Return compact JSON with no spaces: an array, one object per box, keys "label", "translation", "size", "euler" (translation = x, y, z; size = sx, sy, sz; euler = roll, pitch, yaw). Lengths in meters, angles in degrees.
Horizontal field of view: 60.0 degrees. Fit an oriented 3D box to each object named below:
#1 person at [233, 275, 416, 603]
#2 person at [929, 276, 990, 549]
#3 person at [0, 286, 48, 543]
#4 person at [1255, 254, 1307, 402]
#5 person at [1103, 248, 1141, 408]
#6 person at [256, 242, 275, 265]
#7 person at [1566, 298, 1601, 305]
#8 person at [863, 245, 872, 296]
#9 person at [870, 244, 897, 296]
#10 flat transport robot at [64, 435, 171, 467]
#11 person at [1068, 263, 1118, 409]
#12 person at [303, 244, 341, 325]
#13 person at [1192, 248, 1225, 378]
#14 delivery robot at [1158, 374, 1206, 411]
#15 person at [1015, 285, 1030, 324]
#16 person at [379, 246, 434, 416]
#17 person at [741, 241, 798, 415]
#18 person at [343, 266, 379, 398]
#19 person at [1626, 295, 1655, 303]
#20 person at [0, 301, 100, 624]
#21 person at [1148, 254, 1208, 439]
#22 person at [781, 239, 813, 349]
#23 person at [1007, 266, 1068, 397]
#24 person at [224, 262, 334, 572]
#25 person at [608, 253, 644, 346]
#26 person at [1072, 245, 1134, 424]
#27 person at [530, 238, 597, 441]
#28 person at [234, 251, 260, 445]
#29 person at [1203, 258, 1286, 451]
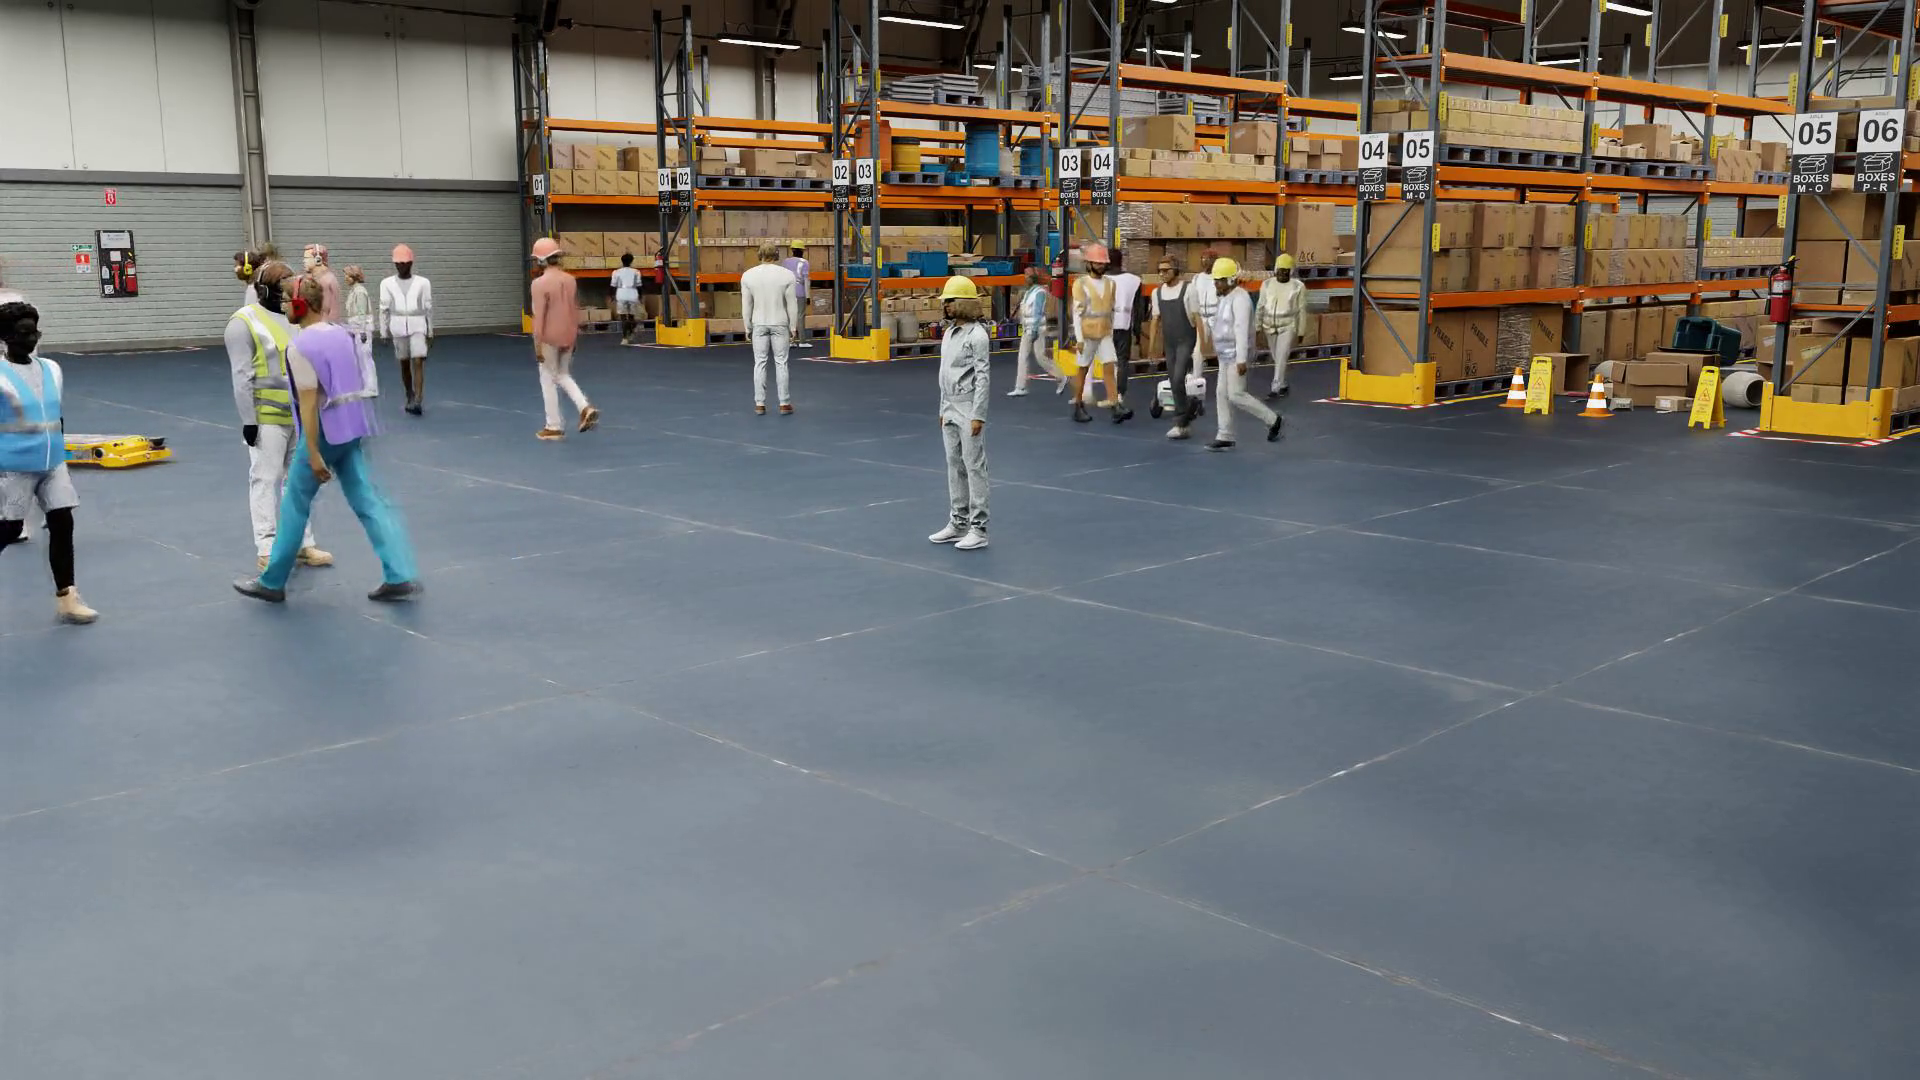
[{"label":"person","translation":[-3.479,-0.544,9.083],"size":[0.989,1.791,0.587],"euler":[2,11,11]},{"label":"person","translation":[0.002,-0.824,10.731],"size":[0.295,1.744,0.492],"euler":[-6,12,-31]},{"label":"person","translation":[-6.235,-0.925,10.867],"size":[0.479,1.891,0.677],"euler":[-2,11,-11]},{"label":"person","translation":[3.942,-2.614,20.399],"size":[0.588,1.786,0.924],"euler":[7,12,33]},{"label":"person","translation":[1.786,-2.419,19.133],"size":[0.573,1.871,0.971],"euler":[2,11,8]},{"label":"person","translation":[-8.992,-2.876,21.461],"size":[0.900,1.907,0.661],"euler":[0,10,1]},{"label":"person","translation":[11.355,-4.459,30.356],"size":[0.962,1.819,0.514],"euler":[-9,13,-39]},{"label":"person","translation":[-1.958,-5.627,36.826],"size":[0.949,1.779,0.617],"euler":[-10,14,-44]},{"label":"person","translation":[-1.673,-5.407,35.523],"size":[0.520,1.827,0.976],"euler":[10,14,43]},{"label":"flat transport robot","translation":[-7.861,-0.803,14.750],"size":[1.431,0.197,0.652],"euler":[1,11,8]},{"label":"person","translation":[1.557,-2.439,19.314],"size":[0.734,1.813,0.653],"euler":[-2,11,-9]},{"label":"person","translation":[-6.528,-2.053,16.993],"size":[0.407,1.908,0.641],"euler":[-6,12,-31]},{"label":"person","translation":[3.192,-2.754,20.985],"size":[0.592,1.852,0.937],"euler":[7,13,34]},{"label":"delivery robot","translation":[2.471,-1.682,18.502],"size":[0.477,0.478,0.707],"euler":[5,12,28]},{"label":"person","translation":[1.447,-5.322,35.584],"size":[0.539,1.616,0.464],"euler":[9,13,39]},{"label":"person","translation":[-6.239,-2.361,18.756],"size":[0.566,1.880,1.008],"euler":[-2,11,-12]},{"label":"person","translation":[-2.133,-2.385,18.710],"size":[0.630,1.940,0.372],"euler":[0,10,1]},{"label":"person","translation":[-7.432,-2.578,20.622],"size":[0.323,1.629,0.514],"euler":[-5,12,-27]},{"label":"person","translation":[12.270,-4.415,29.932],"size":[0.354,1.883,0.572],"euler":[-8,13,-38]},{"label":"person","translation":[-4.902,-0.401,8.630],"size":[0.724,1.676,0.538],"euler":[4,11,20]},{"label":"person","translation":[2.113,-1.901,16.419],"size":[0.555,1.813,0.644],"euler":[9,14,40]},{"label":"person","translation":[-2.918,-4.392,29.697],"size":[0.589,1.924,0.384],"euler":[6,12,28]},{"label":"person","translation":[0.969,-2.601,20.750],"size":[0.715,1.616,0.514],"euler":[-4,11,-23]},{"label":"person","translation":[-4.059,-0.737,9.988],"size":[0.429,1.845,0.620],"euler":[5,11,23]},{"label":"person","translation":[-6.102,-4.385,30.339],"size":[0.624,1.656,0.602],"euler":[-4,11,-21]},{"label":"person","translation":[1.474,-2.165,17.629],"size":[0.574,1.886,0.971],"euler":[-5,12,-27]},{"label":"person","translation":[-3.942,-1.968,16.324],"size":[0.542,1.976,0.637],"euler":[6,12,29]},{"label":"person","translation":[-6.682,-1.840,16.001],"size":[0.473,1.852,0.529],"euler":[-4,11,-20]},{"label":"person","translation":[2.641,-1.713,15.458],"size":[0.717,1.798,0.624],"euler":[-1,10,-7]}]
